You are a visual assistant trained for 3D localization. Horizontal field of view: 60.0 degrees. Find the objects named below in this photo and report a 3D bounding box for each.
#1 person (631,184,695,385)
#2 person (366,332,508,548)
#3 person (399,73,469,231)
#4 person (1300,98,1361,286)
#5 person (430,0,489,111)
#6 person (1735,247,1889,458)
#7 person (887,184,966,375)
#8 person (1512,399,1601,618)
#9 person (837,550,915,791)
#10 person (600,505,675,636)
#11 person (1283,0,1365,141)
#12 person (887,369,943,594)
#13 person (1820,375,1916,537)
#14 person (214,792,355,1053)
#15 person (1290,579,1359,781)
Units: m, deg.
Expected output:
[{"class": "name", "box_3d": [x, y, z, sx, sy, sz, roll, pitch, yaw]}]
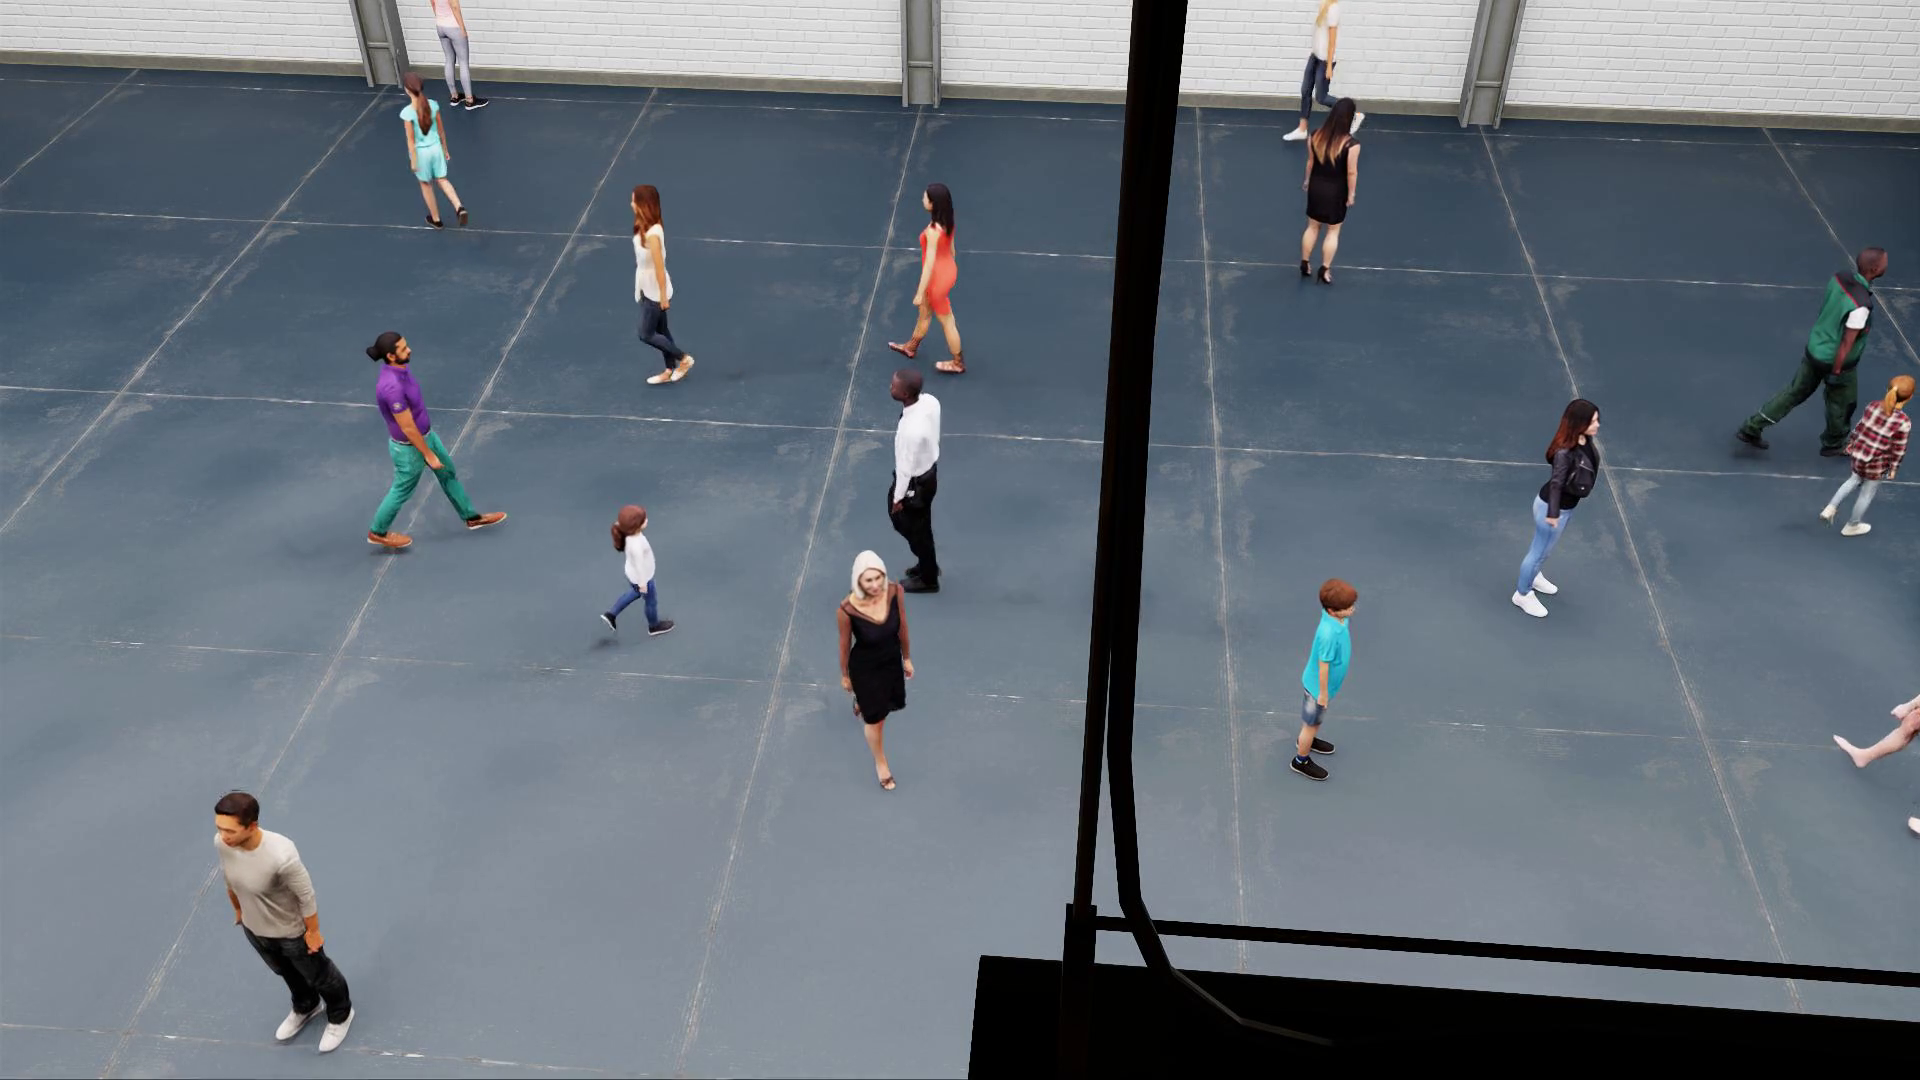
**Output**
[{"class": "person", "box_3d": [-2.358, -2.029, 13.337, 0.734, 1.775, 0.687, -9, 39, -11]}, {"class": "person", "box_3d": [-3.932, -0.645, 11.644, 1.255, 1.725, 0.801, -5, 39, -6]}, {"class": "person", "box_3d": [-4.903, -3.572, 15.452, 0.922, 1.546, 0.828, 30, 48, 32]}, {"class": "person", "box_3d": [3.247, -3.051, 14.669, 0.718, 1.709, 0.815, 27, 46, 30]}, {"class": "person", "box_3d": [-5.410, -5.440, 17.647, 0.607, 1.726, 0.703, 23, 44, 26]}, {"class": "person", "box_3d": [6.459, -1.383, 12.503, 1.221, 1.807, 0.784, -2, 39, -2]}, {"class": "person", "box_3d": [-0.083, -2.072, 13.453, 0.978, 1.698, 0.721, 10, 40, 12]}, {"class": "person", "box_3d": [4.031, -0.245, 11.217, 0.716, 1.634, 0.723, 21, 43, 24]}, {"class": "person", "box_3d": [-0.530, 0.708, 9.945, 0.948, 1.731, 0.952, -19, 42, -22]}, {"class": "person", "box_3d": [-2.187, 0.215, 11.066, 0.765, 1.103, 0.634, -17, 42, -21]}, {"class": "person", "box_3d": [3.782, -4.869, 16.885, 1.075, 1.784, 0.786, -2, 39, -2]}, {"class": "person", "box_3d": [-0.200, -0.359, 11.204, 0.694, 1.827, 0.715, 9, 39, 11]}, {"class": "person", "box_3d": [6.488, -0.592, 11.923, 0.742, 1.294, 0.691, -13, 40, -16]}, {"class": "person", "box_3d": [-3.419, 1.901, 8.388, 0.570, 1.811, 0.772, 13, 40, 16]}, {"class": "person", "box_3d": [2.193, 0.806, 10.049, 0.558, 1.449, 0.569, 12, 40, 15]}]
